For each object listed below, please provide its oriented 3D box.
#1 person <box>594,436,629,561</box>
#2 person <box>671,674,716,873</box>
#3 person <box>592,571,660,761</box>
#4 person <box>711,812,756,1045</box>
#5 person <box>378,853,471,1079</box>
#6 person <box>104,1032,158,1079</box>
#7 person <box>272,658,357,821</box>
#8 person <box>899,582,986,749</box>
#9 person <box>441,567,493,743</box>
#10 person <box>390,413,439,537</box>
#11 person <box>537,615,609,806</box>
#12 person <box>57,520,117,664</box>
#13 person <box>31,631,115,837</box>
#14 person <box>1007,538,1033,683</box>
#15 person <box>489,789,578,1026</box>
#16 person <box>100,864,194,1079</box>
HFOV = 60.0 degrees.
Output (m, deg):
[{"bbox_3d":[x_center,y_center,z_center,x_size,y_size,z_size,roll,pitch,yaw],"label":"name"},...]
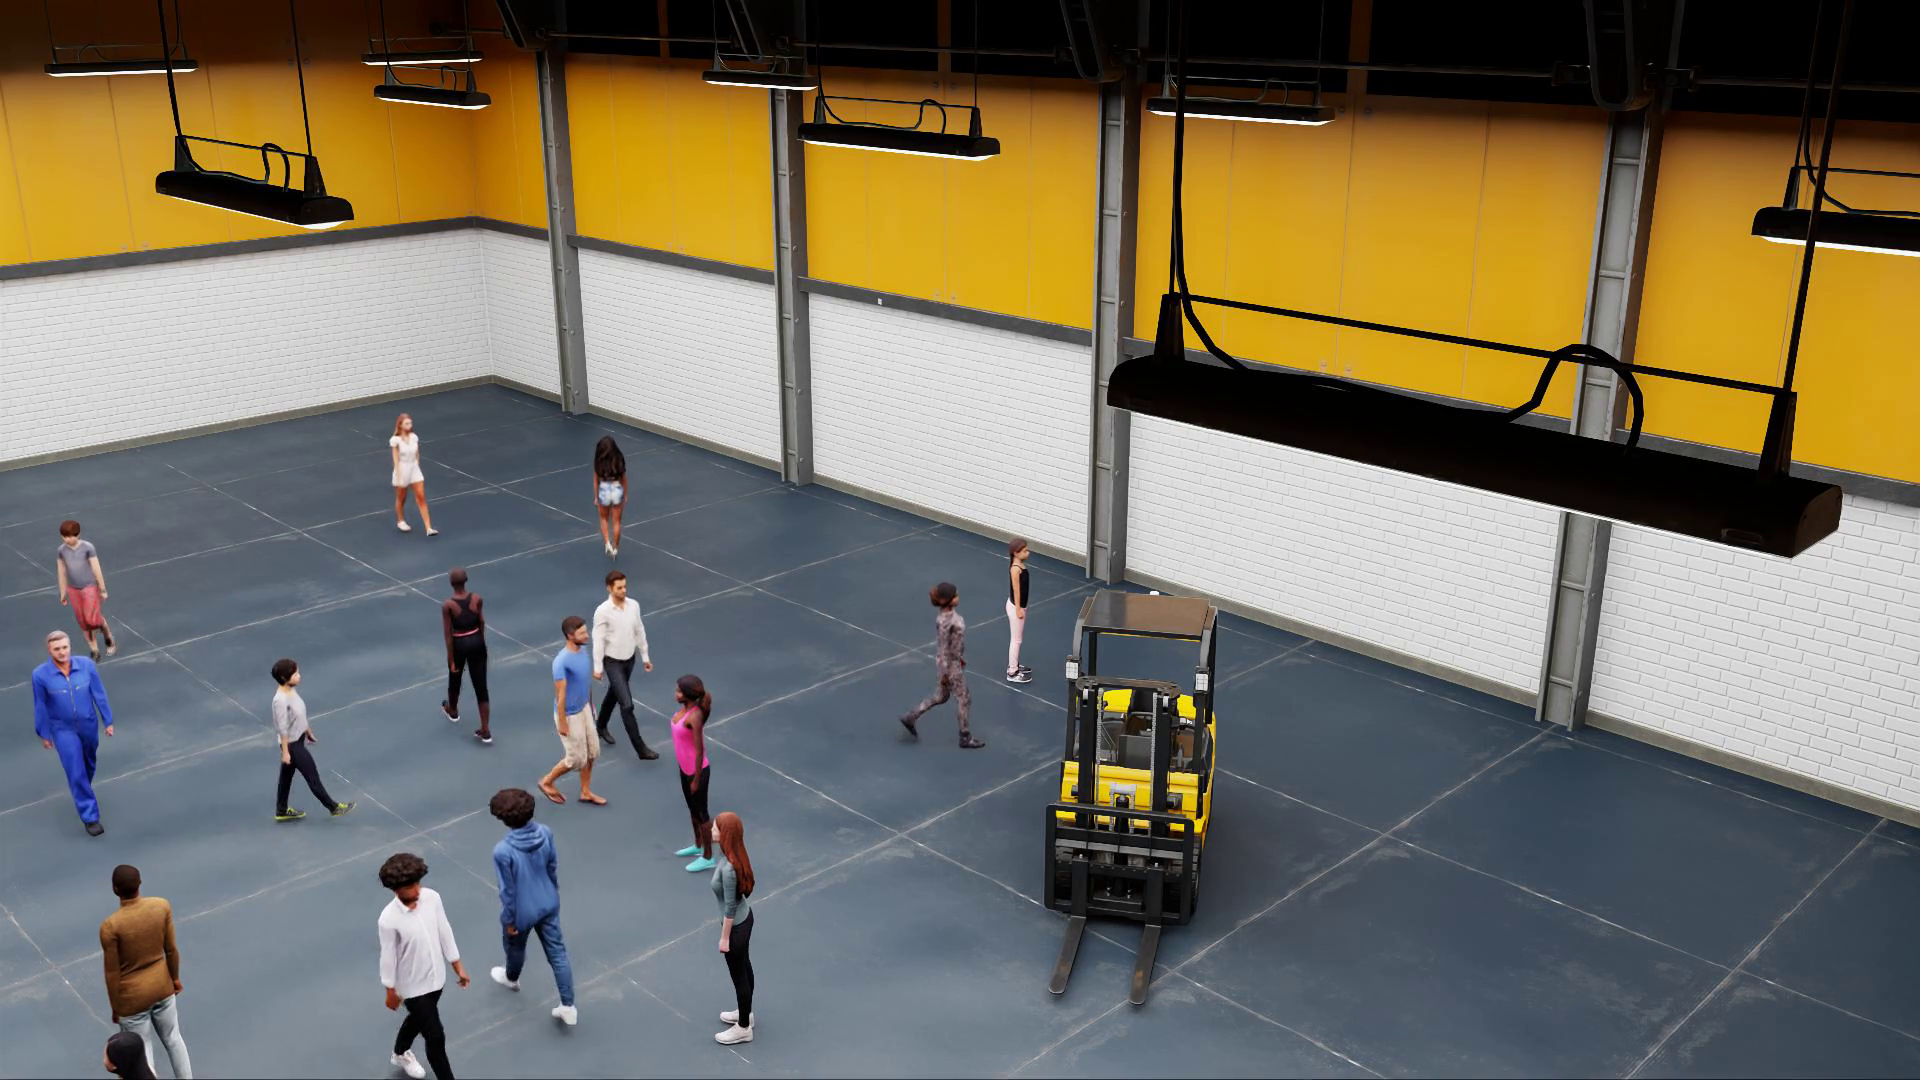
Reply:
[{"bbox_3d":[-4.449,-0.502,21.187,0.719,1.613,0.769,-4,19,-13],"label":"person"},{"bbox_3d":[-2.210,1.914,13.841,0.696,1.724,0.595,-8,20,-22],"label":"person"},{"bbox_3d":[-3.308,1.173,15.883,1.241,1.825,0.807,13,22,33],"label":"person"},{"bbox_3d":[-1.561,2.678,11.542,0.719,1.743,0.668,1,19,3],"label":"person"},{"bbox_3d":[-3.613,2.855,10.973,1.178,1.770,0.838,10,21,27],"label":"person"},{"bbox_3d":[-4.471,3.471,9.137,0.862,1.774,0.789,-3,19,-8],"label":"person"},{"bbox_3d":[-5.925,1.778,14.557,0.942,1.524,0.963,-4,19,-11],"label":"person"},{"bbox_3d":[-0.182,1.208,15.986,1.120,1.693,1.005,2,19,6],"label":"person"},{"bbox_3d":[-4.734,1.143,16.140,0.741,1.718,1.175,-13,22,-33],"label":"person"},{"bbox_3d":[-7.424,-0.858,22.196,0.583,1.644,1.108,-17,25,-41],"label":"person"},{"bbox_3d":[-3.516,1.526,14.804,0.972,1.844,0.870,4,19,12],"label":"person"},{"bbox_3d":[-9.482,0.528,18.083,0.786,1.641,0.846,0,19,-1],"label":"person"},{"bbox_3d":[-7.782,1.632,14.579,0.741,1.787,1.139,-17,25,-41],"label":"person"},{"bbox_3d":[0.615,0.720,17.635,0.663,1.564,0.619,2,19,6],"label":"person"},{"bbox_3d":[-2.968,2.615,11.711,0.695,1.753,1.178,-18,25,-42],"label":"person"},{"bbox_3d":[-5.249,2.914,10.723,0.611,1.817,0.654,12,22,32],"label":"person"}]
